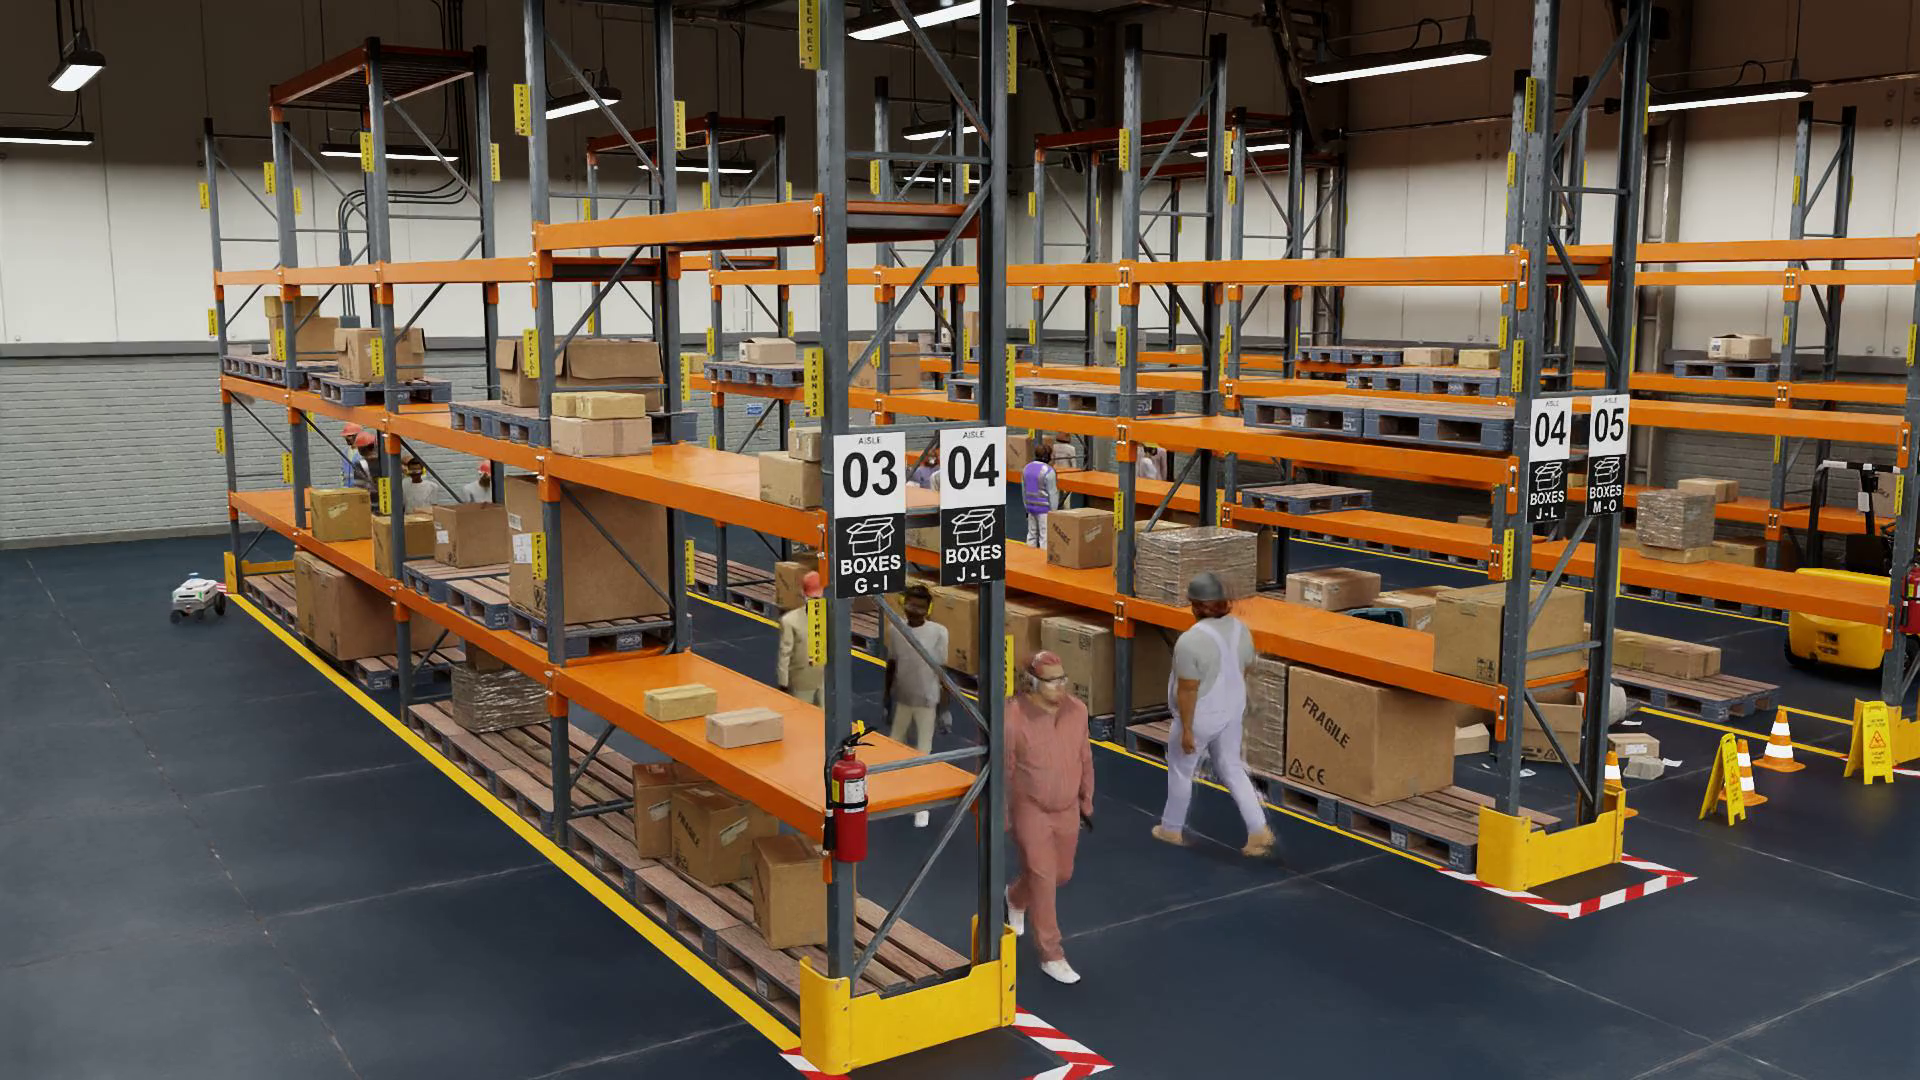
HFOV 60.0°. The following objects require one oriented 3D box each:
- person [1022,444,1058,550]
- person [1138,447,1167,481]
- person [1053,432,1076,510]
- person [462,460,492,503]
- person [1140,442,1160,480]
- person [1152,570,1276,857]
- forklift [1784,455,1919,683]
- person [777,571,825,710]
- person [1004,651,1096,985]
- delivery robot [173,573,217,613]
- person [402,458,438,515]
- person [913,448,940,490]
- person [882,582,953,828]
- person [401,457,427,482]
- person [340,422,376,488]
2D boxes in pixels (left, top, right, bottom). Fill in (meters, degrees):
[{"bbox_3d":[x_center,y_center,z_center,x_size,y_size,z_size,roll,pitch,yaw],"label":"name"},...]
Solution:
[{"bbox_3d":[1.120,-0.389,22.616,0.429,1.841,0.634,-7,11,-38],"label":"person"},{"bbox_3d":[3.025,-0.921,26.412,0.535,1.767,0.325,1,9,4],"label":"person"},{"bbox_3d":[1.707,-1.041,27.638,0.503,1.632,0.271,6,10,34],"label":"person"},{"bbox_3d":[-6.277,-0.210,21.878,0.578,1.711,0.580,-5,10,-29],"label":"person"},{"bbox_3d":[2.800,-0.662,24.715,0.337,1.757,0.518,0,9,1],"label":"person"},{"bbox_3d":[1.764,1.179,11.515,0.685,2.000,0.960,-6,10,-33],"label":"person"},{"bbox_3d":[9.643,0.253,17.172,2.313,2.155,1.214,-6,10,-33],"label":"forklift"},{"bbox_3d":[-1.184,1.071,13.285,0.597,1.725,0.683,-3,9,-18],"label":"person"},{"bbox_3d":[0.458,1.542,9.623,0.653,1.882,0.813,-6,10,-35],"label":"person"},{"bbox_3d":[-9.080,0.636,19.743,0.477,0.478,0.707,-2,9,-10],"label":"delivery robot"},{"bbox_3d":[-6.740,-0.114,20.744,0.508,1.861,0.328,-1,9,-7],"label":"person"},{"bbox_3d":[-0.459,-0.544,24.366,0.515,1.624,0.310,-5,10,-28],"label":"person"},{"bbox_3d":[-0.314,1.195,12.131,0.592,1.835,0.462,4,9,24],"label":"person"},{"bbox_3d":[-7.766,-0.388,23.466,0.576,1.588,0.634,-5,10,-29],"label":"person"},{"bbox_3d":[-8.664,-0.680,23.883,0.616,2.041,0.382,4,9,25],"label":"person"}]
